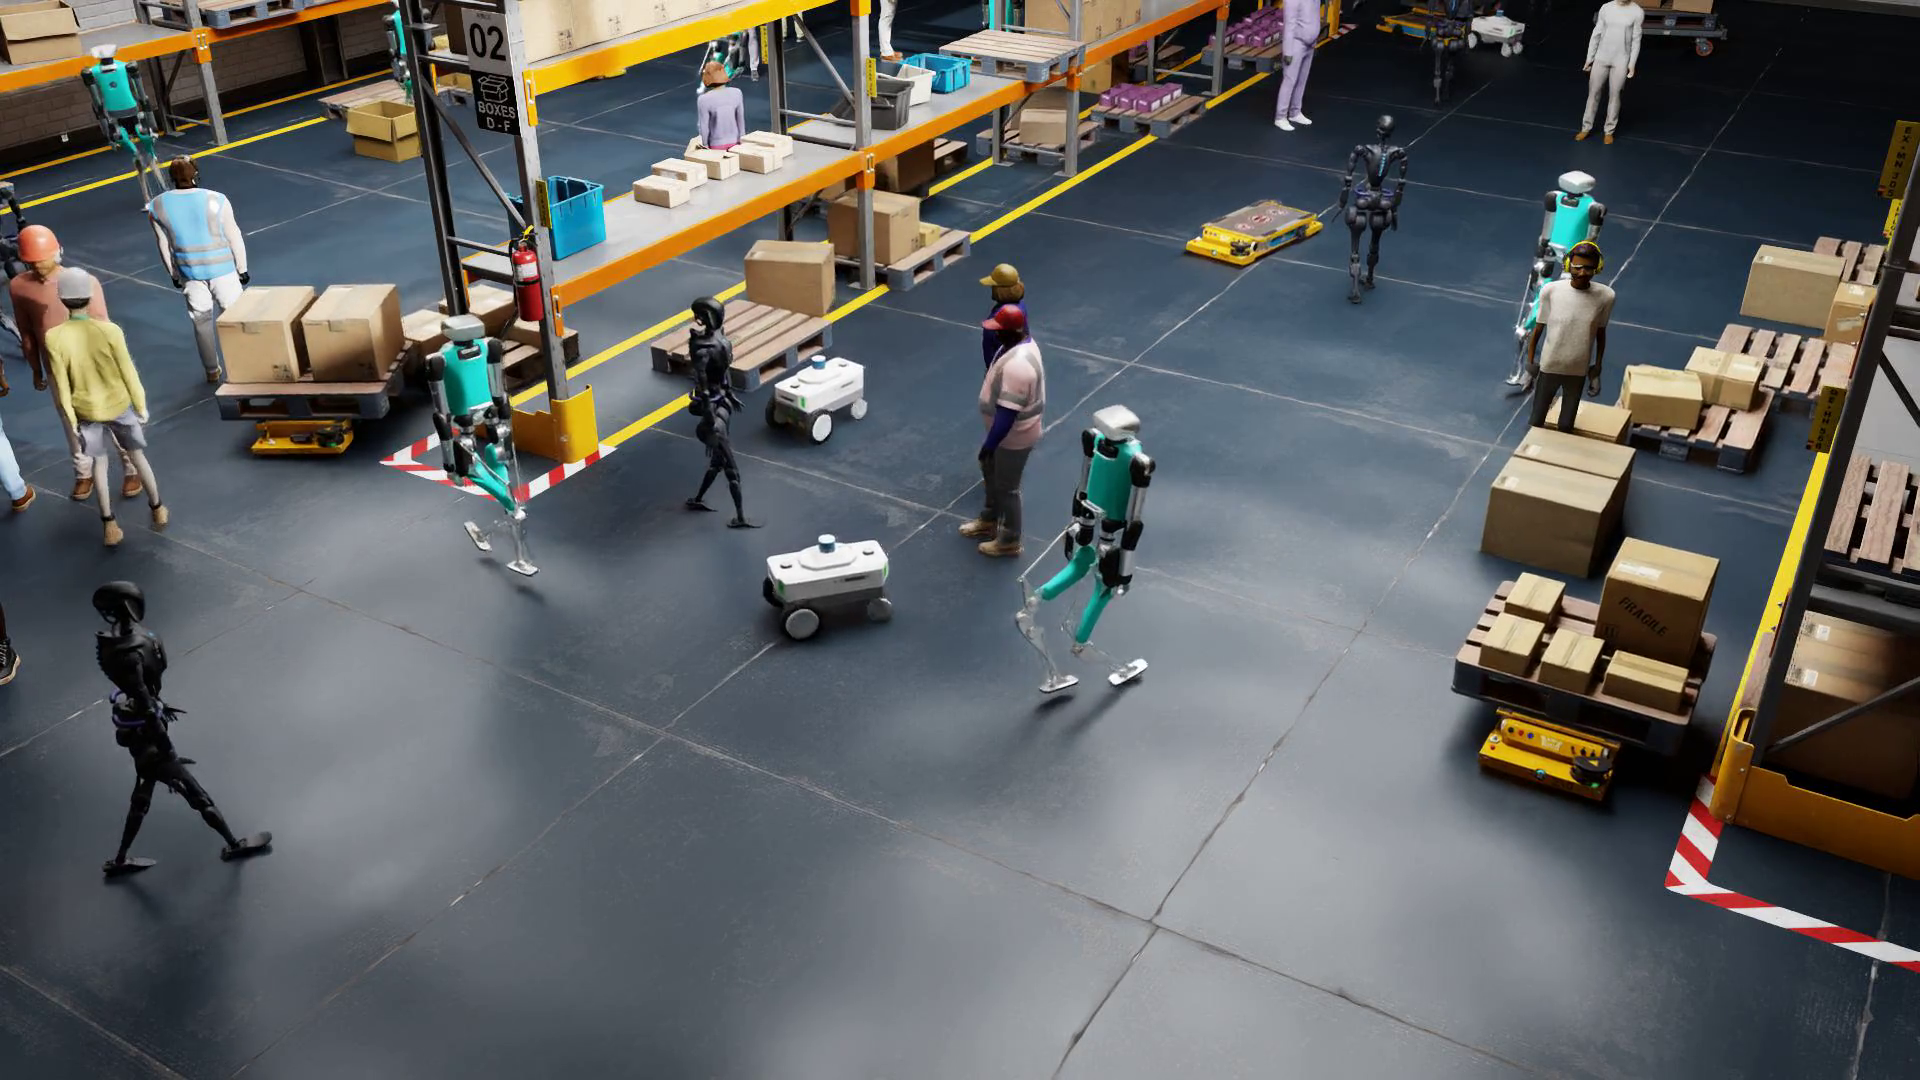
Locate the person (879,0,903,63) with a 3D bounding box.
[{"bbox_3d":[-0.958,-7.448,22.422,0.355,1.937,0.634,-1,30,-2],"label":"person"}]

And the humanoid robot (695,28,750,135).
[{"bbox_3d":[-2.847,-5.531,19.250,0.590,1.755,0.971,19,34,29],"label":"humanoid robot"}]

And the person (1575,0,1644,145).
[{"bbox_3d":[7.452,-5.498,19.015,0.562,1.898,0.352,15,33,25],"label":"person"}]

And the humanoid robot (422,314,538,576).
[{"bbox_3d":[-2.896,-0.515,10.378,1.044,1.734,0.563,22,36,33],"label":"humanoid robot"}]

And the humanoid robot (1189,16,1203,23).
[{"bbox_3d":[3.319,-8.448,24.474,0.650,1.643,0.609,-20,35,-32],"label":"humanoid robot"}]

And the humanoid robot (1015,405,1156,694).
[{"bbox_3d":[0.660,0.142,9.215,0.925,1.764,0.535,-18,34,-29],"label":"humanoid robot"}]

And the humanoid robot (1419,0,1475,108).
[{"bbox_3d":[6.007,-6.242,20.571,0.606,1.637,0.686,2,30,3],"label":"humanoid robot"}]

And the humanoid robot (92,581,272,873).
[{"bbox_3d":[-3.881,0.893,7.984,0.781,1.630,0.602,-14,33,-24],"label":"humanoid robot"}]

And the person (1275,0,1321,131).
[{"bbox_3d":[4.007,-5.791,19.534,0.405,1.899,0.643,23,37,34],"label":"person"}]

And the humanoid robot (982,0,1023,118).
[{"bbox_3d":[0.605,-5.855,19.677,0.533,1.672,0.735,17,34,27],"label":"humanoid robot"}]

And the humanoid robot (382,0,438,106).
[{"bbox_3d":[-6.244,-5.312,18.870,0.555,1.805,0.802,-19,35,-30],"label":"humanoid robot"}]

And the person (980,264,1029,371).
[{"bbox_3d":[0.306,-1.157,11.610,0.343,1.623,0.449,4,30,7],"label":"person"}]

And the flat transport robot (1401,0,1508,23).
[{"bbox_3d":[7.391,-7.860,24.846,1.431,0.231,0.659,-20,35,-31],"label":"flat transport robot"}]

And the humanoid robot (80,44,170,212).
[{"bbox_3d":[-8.406,-4.174,16.847,0.606,1.795,0.837,-12,32,-20],"label":"humanoid robot"}]

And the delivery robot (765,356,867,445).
[{"bbox_3d":[-1.071,-1.101,12.589,0.499,0.585,0.765,23,36,34],"label":"delivery robot"}]

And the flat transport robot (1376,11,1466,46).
[{"bbox_3d":[6.772,-7.361,23.963,0.659,0.231,1.431,-20,35,-31],"label":"flat transport robot"}]

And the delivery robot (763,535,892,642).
[{"bbox_3d":[-0.828,0.258,10.201,0.788,0.601,0.499,-9,31,-16],"label":"delivery robot"}]

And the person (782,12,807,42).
[{"bbox_3d":[-2.411,-7.946,23.489,0.558,1.751,0.324,6,30,10],"label":"person"}]

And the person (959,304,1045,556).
[{"bbox_3d":[0.255,-0.697,10.677,0.553,1.735,0.643,-1,30,-3],"label":"person"}]

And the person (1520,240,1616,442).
[{"bbox_3d":[4.115,-1.144,11.339,0.532,1.869,0.315,5,30,10],"label":"person"}]

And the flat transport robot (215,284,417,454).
[{"bbox_3d":[-4.878,-1.042,12.785,0.659,0.231,1.431,-1,29,-1],"label":"flat transport robot"}]

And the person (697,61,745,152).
[{"bbox_3d":[-2.357,-3.925,16.507,0.503,1.628,0.283,-19,34,-29],"label":"person"}]

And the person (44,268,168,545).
[{"bbox_3d":[-5.590,-0.881,10.892,0.491,1.865,0.599,-9,31,-16],"label":"person"}]

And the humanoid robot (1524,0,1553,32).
[{"bbox_3d":[8.504,-8.196,24.009,0.593,1.653,0.385,9,31,16],"label":"humanoid robot"}]

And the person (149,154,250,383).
[{"bbox_3d":[-5.928,-2.127,13.108,0.625,1.844,0.429,-6,30,-11],"label":"person"}]

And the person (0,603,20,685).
[{"bbox_3d":[-5.750,-0.052,9.311,0.611,1.963,0.363,-1,30,-2],"label":"person"}]

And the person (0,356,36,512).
[{"bbox_3d":[-6.716,-1.083,11.106,0.620,1.992,0.395,-13,32,-21],"label":"person"}]

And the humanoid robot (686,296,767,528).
[{"bbox_3d":[-1.609,-0.875,11.093,0.612,1.640,0.619,3,30,6],"label":"humanoid robot"}]

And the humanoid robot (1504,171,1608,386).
[{"bbox_3d":[4.533,-1.955,12.929,1.034,1.741,0.546,-17,34,-27],"label":"humanoid robot"}]

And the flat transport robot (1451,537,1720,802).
[{"bbox_3d":[3.435,0.921,9.313,0.659,0.231,1.431,16,33,27],"label":"flat transport robot"}]

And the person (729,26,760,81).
[{"bbox_3d":[-2.836,-6.962,21.551,0.489,1.951,0.419,2,30,4],"label":"person"}]

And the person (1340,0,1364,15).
[{"bbox_3d":[5.866,-8.809,24.937,0.557,1.826,0.496,-14,32,-23],"label":"person"}]

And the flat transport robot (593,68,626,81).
[{"bbox_3d":[-5.176,-6.146,21.814,1.431,0.231,0.659,-22,36,-34],"label":"flat transport robot"}]

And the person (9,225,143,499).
[{"bbox_3d":[-6.037,-1.195,11.319,0.614,1.983,0.413,-2,30,-4],"label":"person"}]

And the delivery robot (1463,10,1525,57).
[{"bbox_3d":[7.469,-7.069,23.144,0.499,0.582,0.765,-22,36,-34],"label":"delivery robot"}]

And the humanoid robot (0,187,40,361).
[{"bbox_3d":[-7.776,-2.278,13.543,0.495,1.640,0.614,20,35,31],"label":"humanoid robot"}]

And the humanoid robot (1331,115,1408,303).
[{"bbox_3d":[3.624,-2.962,14.781,0.598,1.645,0.603,-1,30,-3],"label":"humanoid robot"}]

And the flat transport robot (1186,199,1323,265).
[{"bbox_3d":[2.898,-3.019,16.281,0.659,0.231,1.431,24,37,36],"label":"flat transport robot"}]
